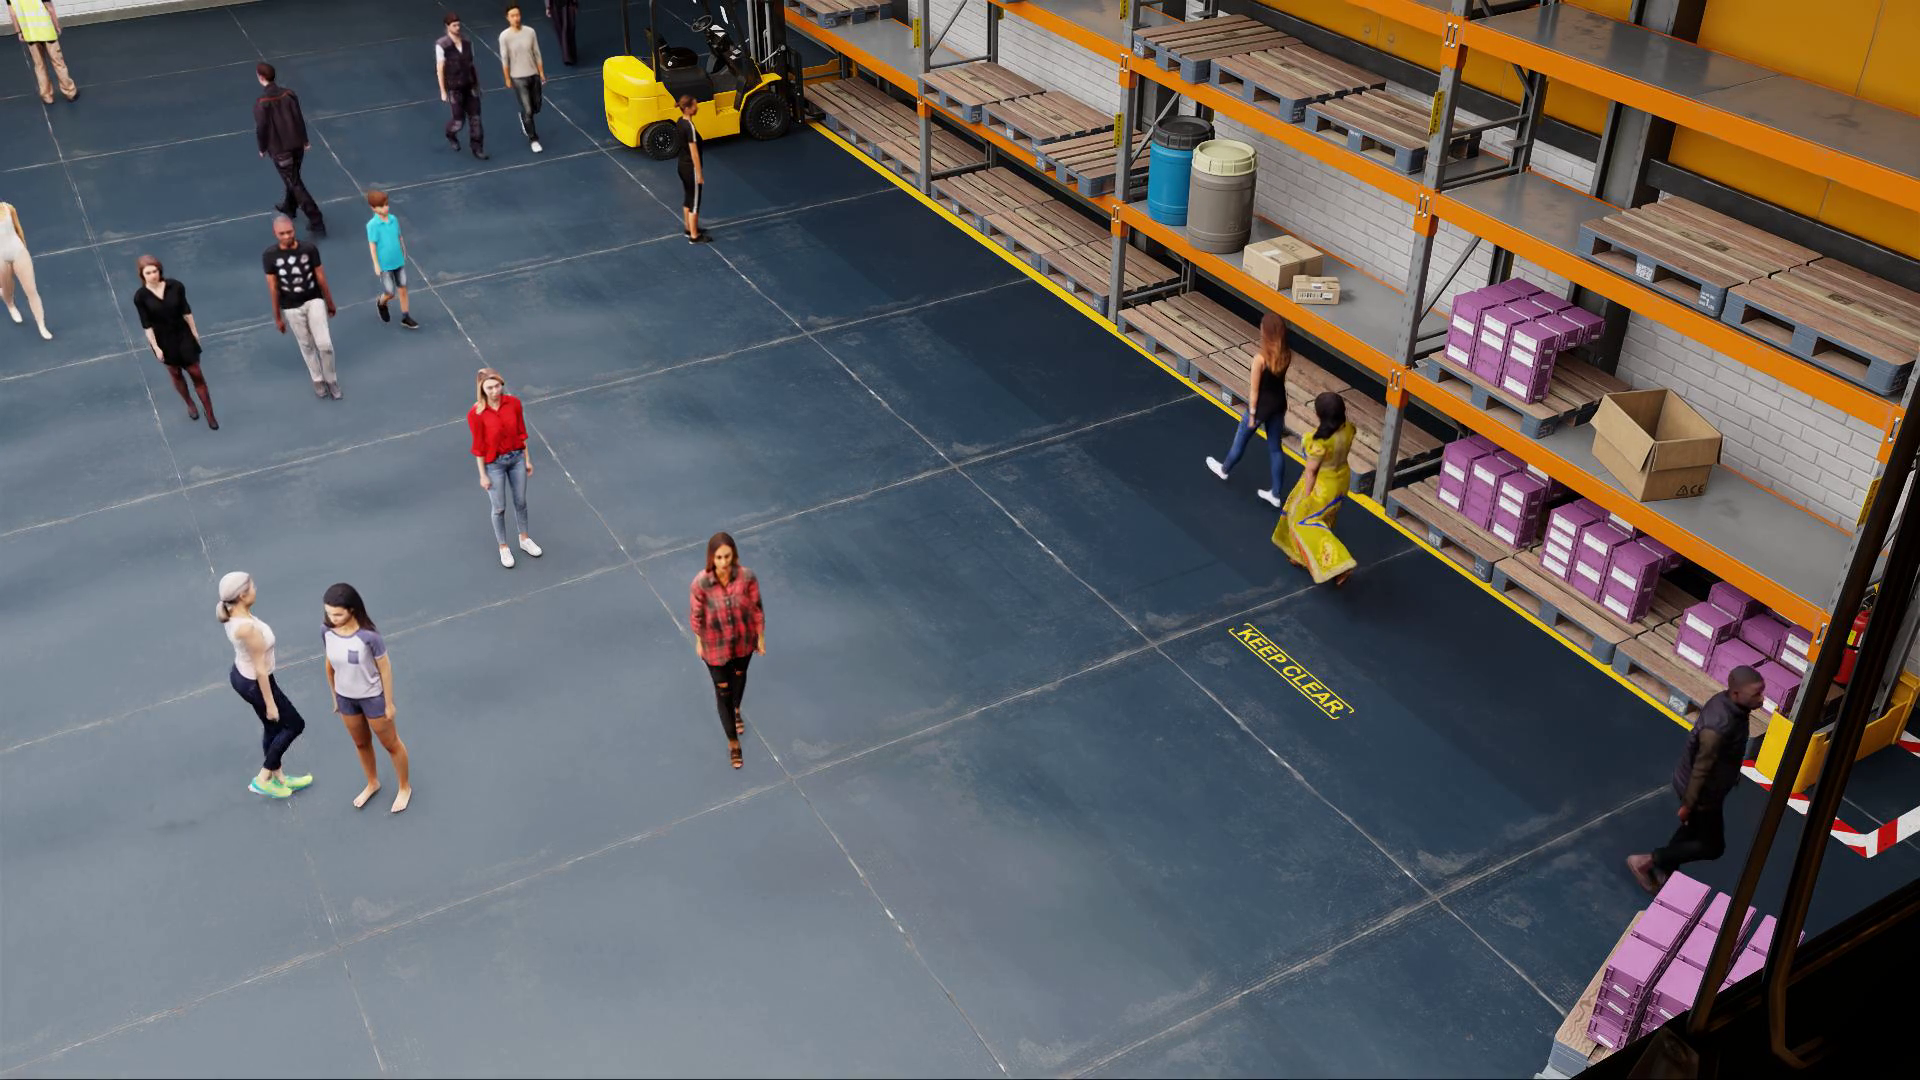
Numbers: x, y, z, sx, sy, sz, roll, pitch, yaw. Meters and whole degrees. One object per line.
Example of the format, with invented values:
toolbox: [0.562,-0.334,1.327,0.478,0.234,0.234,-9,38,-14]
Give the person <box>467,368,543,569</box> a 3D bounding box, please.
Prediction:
person: [-3.576,-0.592,13.038,0.653,1.704,0.552,-25,41,-32]

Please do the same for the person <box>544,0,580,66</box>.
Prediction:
person: [-5.675,-7.640,23.728,0.956,1.608,1.191,-1,34,-1]

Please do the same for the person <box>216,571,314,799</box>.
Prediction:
person: [-4.595,0.987,10.679,0.730,1.686,0.621,-19,38,-26]

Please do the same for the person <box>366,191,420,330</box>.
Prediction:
person: [-5.736,-2.806,16.603,0.791,1.445,0.676,23,40,30]

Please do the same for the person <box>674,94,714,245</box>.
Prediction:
person: [-2.981,-4.102,18.351,0.661,1.668,0.479,-14,36,-20]

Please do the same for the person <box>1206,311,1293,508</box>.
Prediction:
person: [2.572,-1.032,13.718,0.587,1.684,0.998,-19,38,-26]

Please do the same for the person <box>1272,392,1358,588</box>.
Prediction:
person: [2.835,-0.350,12.733,0.898,1.638,1.170,-25,41,-32]

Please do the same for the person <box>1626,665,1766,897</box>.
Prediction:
person: [4.332,1.437,9.878,0.910,1.823,0.877,19,38,26]

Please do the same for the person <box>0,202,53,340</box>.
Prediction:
person: [-9.440,-2.806,16.450,0.729,1.614,1.090,-27,42,-34]

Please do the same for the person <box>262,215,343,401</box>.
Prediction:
person: [-6.063,-2.181,15.349,0.742,1.792,0.753,-12,35,-17]

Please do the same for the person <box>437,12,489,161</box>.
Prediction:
person: [-6.178,-5.593,20.449,0.957,1.828,0.834,26,41,33]

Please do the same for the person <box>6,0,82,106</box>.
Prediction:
person: [-12.282,-6.761,22.191,0.753,1.844,0.755,-11,35,-16]

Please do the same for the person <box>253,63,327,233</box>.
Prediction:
person: [-7.440,-4.313,18.494,1.353,1.862,1.075,21,39,28]

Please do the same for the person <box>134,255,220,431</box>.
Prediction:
person: [-7.073,-1.811,14.892,0.617,1.682,0.796,-21,39,-28]

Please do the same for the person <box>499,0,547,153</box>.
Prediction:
person: [-5.473,-5.821,20.825,0.672,1.792,1.009,-19,38,-26]

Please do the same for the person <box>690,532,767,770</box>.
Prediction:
person: [-1.571,0.633,11.216,0.726,1.681,0.945,-11,35,-17]

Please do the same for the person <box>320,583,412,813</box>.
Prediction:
person: [-3.808,0.993,10.624,0.656,1.736,0.706,7,34,10]
